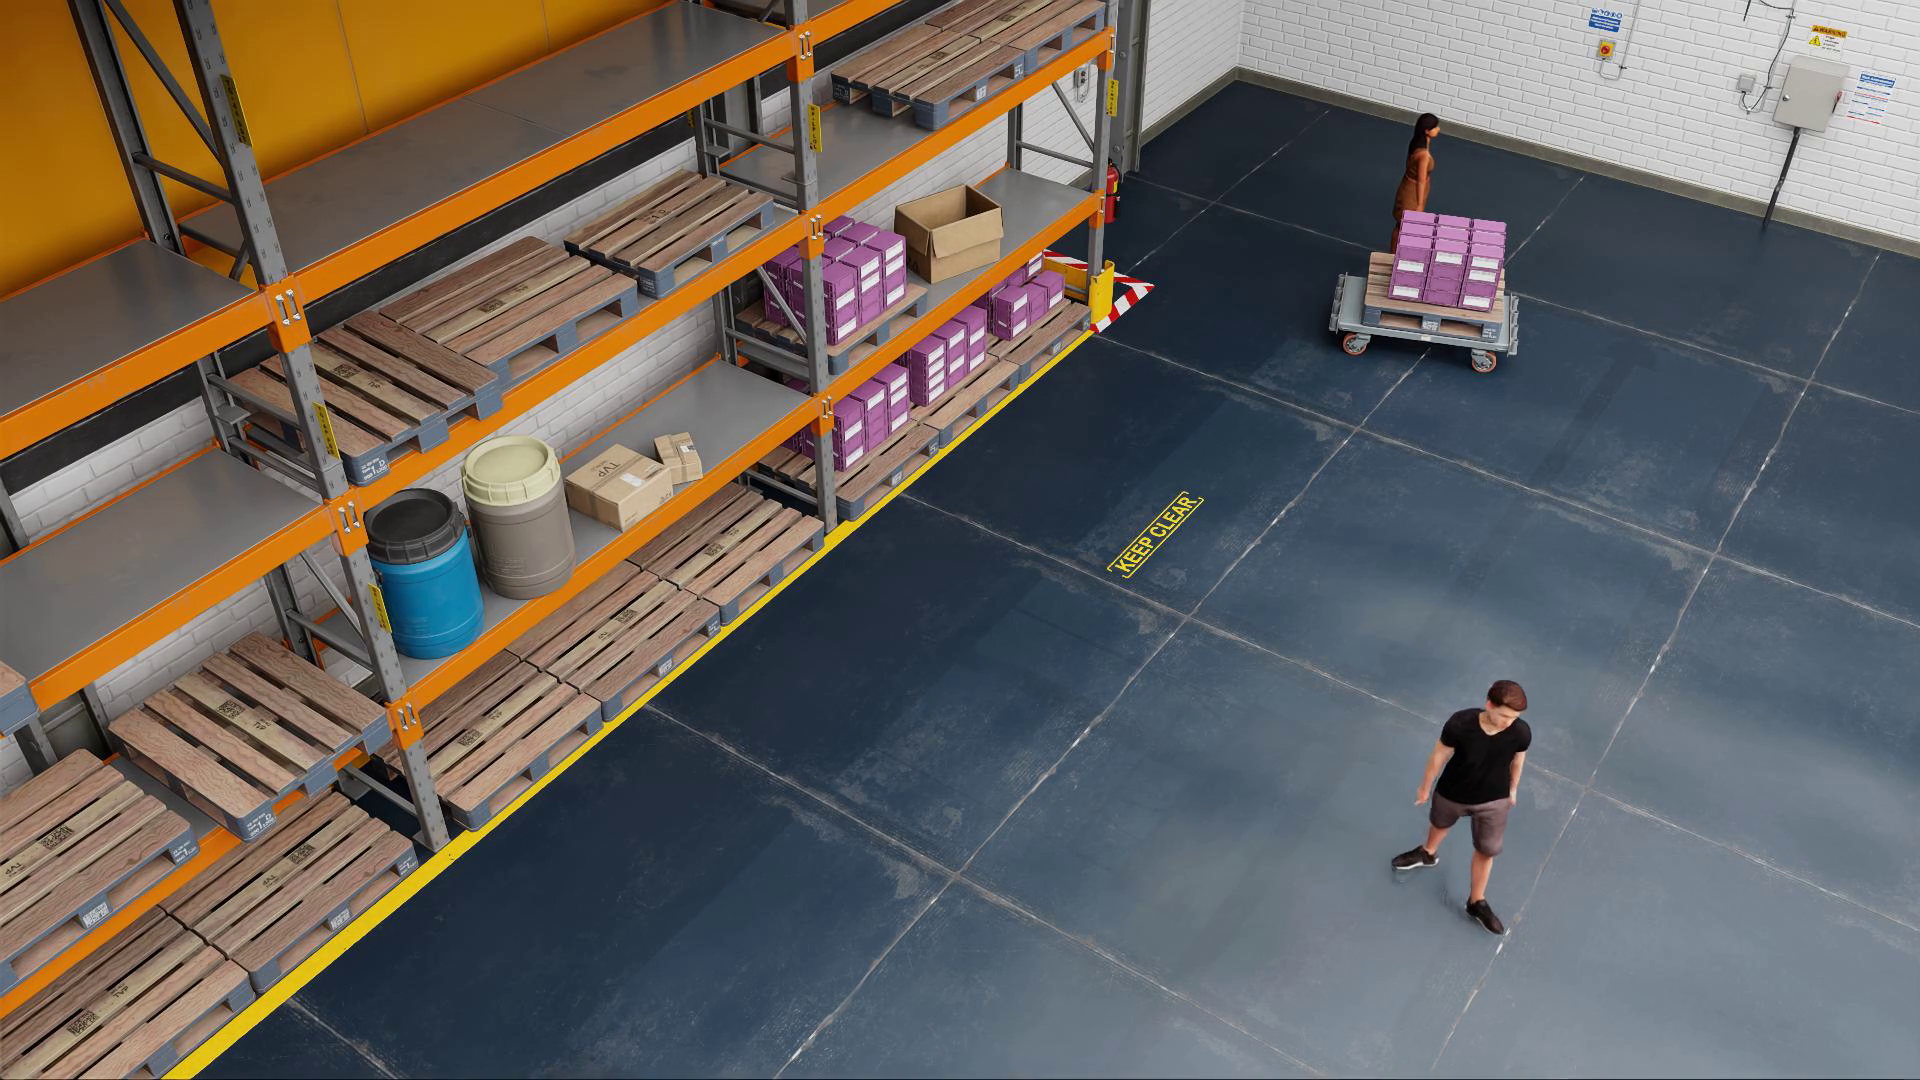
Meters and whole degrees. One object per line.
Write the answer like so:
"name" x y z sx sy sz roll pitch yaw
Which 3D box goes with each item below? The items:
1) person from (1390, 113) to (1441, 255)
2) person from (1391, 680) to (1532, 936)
"person" 4.305 -3.264 15.823 0.707 1.688 0.613 1 39 1
"person" 3.010 1.431 9.827 0.994 1.835 1.022 12 40 14
